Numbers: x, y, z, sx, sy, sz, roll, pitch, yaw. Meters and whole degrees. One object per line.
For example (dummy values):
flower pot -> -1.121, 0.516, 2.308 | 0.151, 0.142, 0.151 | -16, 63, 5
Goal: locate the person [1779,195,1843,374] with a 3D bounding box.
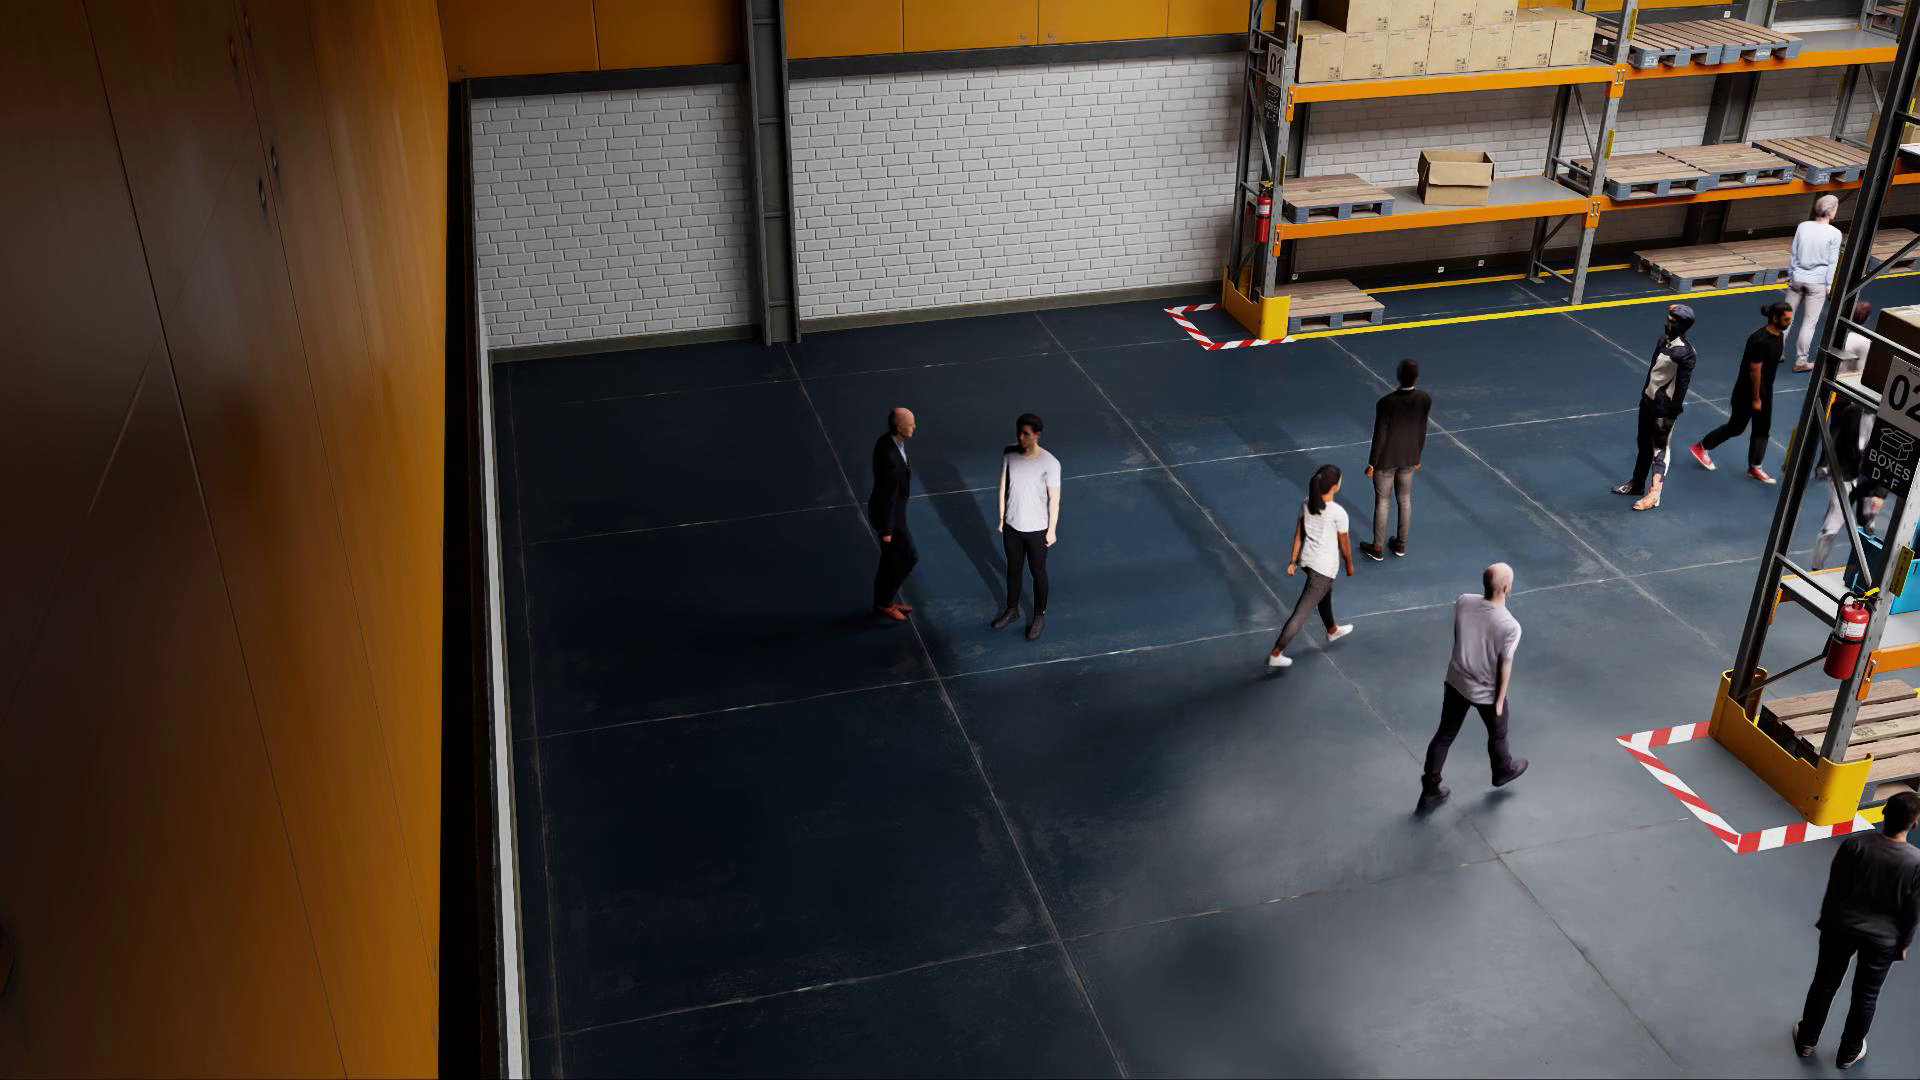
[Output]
person -> 8.985, -2.718, 17.624 | 0.715, 1.888, 0.740 | -20, 34, -32

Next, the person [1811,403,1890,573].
person -> 7.417, -0.523, 13.584 | 1.369, 1.904, 1.110 | -24, 36, -36

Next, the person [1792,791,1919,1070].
person -> 4.855, 2.090, 8.943 | 0.687, 1.760, 0.739 | 16, 33, 27

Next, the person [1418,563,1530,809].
person -> 3.309, 1.000, 10.906 | 1.209, 1.796, 0.931 | -19, 34, -31

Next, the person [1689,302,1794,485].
person -> 7.237, -1.388, 15.342 | 1.073, 1.739, 0.960 | -22, 35, -34

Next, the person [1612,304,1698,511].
person -> 6.256, -1.200, 14.836 | 0.614, 1.893, 0.698 | -4, 29, -7

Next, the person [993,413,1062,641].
person -> 0.529, -0.126, 12.900 | 0.728, 1.863, 0.781 | 17, 33, 28

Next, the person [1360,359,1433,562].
person -> 3.671, -0.679, 13.975 | 0.493, 1.802, 0.713 | -8, 30, -15

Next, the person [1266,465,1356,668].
person -> 2.627, 0.251, 12.491 | 1.213, 1.592, 0.767 | -16, 33, -27

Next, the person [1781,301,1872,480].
person -> 7.919, -1.312, 15.164 | 1.039, 1.775, 0.832 | -20, 34, -32

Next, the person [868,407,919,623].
person -> -0.634, -0.194, 13.111 | 0.674, 1.779, 0.752 | 0, 29, 1
